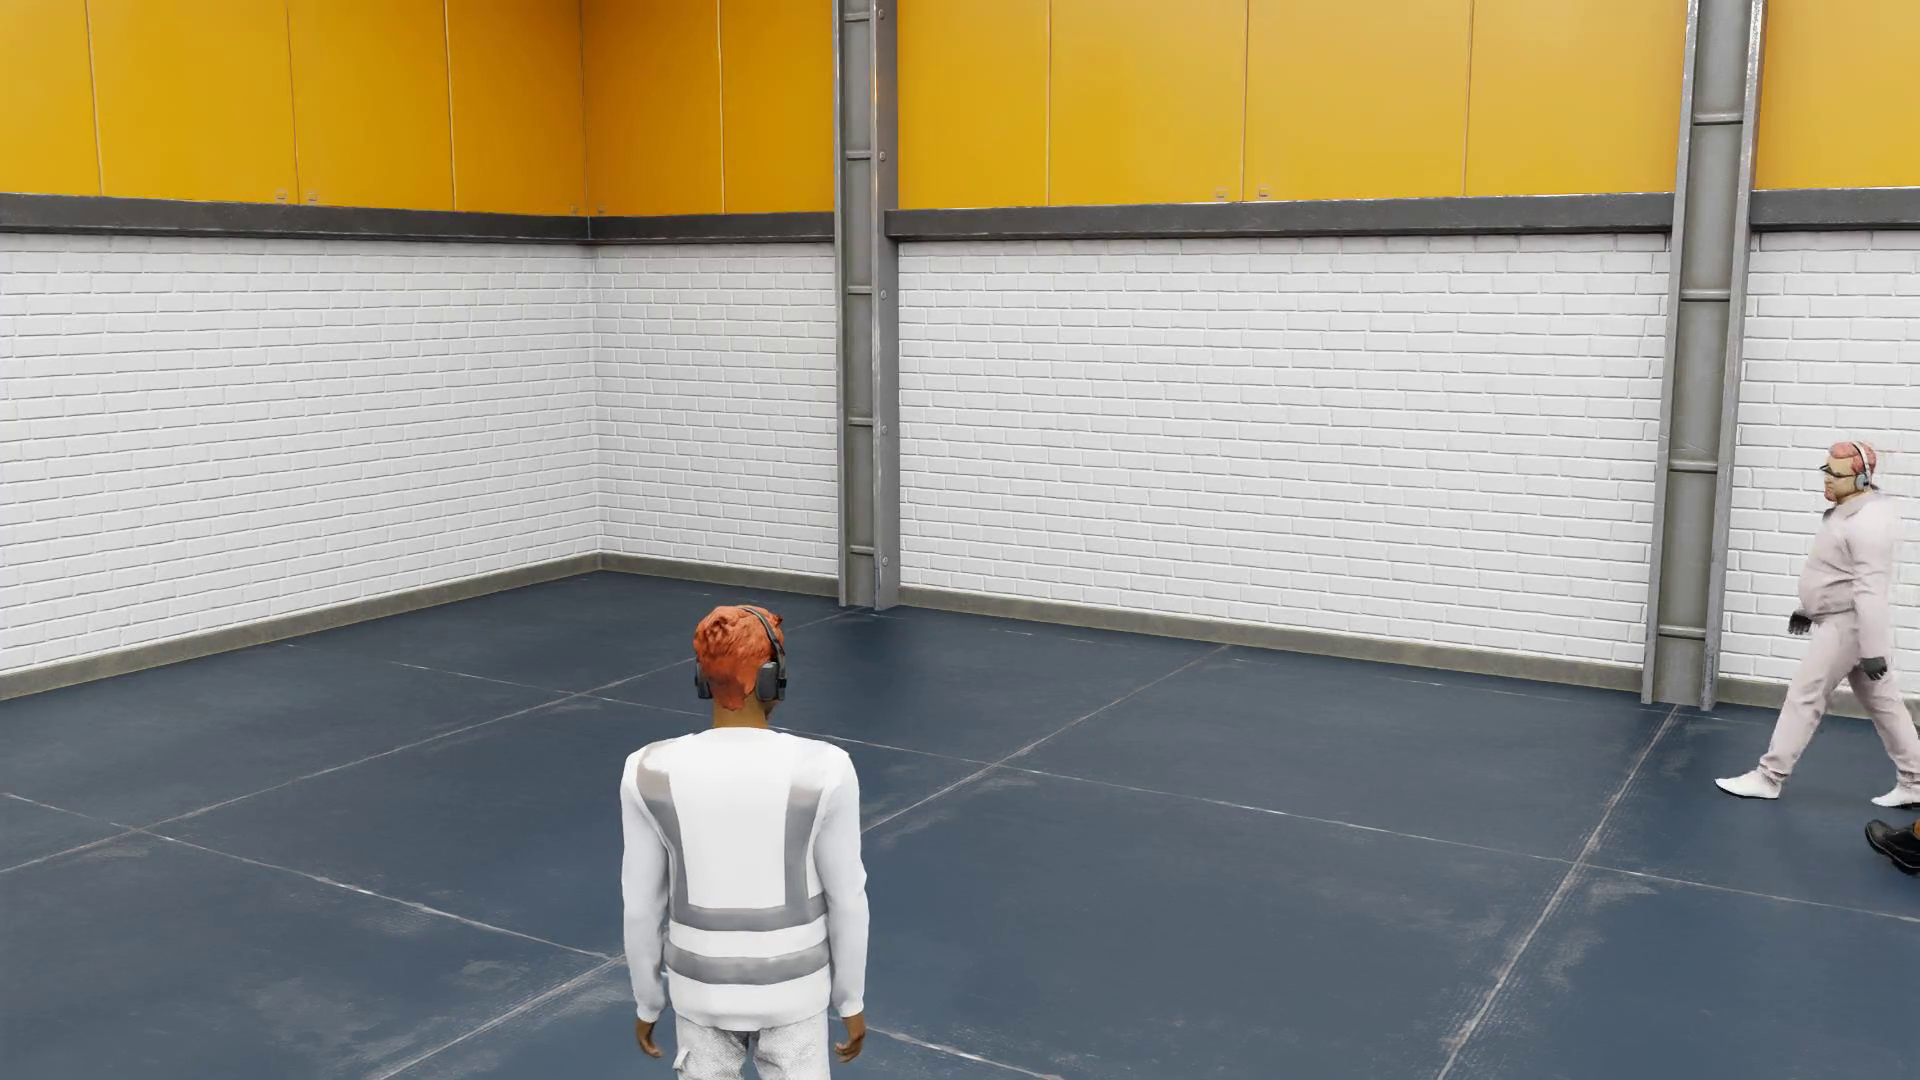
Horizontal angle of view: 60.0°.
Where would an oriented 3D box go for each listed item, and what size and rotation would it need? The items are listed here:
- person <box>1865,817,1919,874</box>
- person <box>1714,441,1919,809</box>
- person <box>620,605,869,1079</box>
[{"bbox_3d":[4.377,0.579,7.041,0.556,1.896,0.898,-2,9,-15],"label":"person"},{"bbox_3d":[4.358,0.430,8.167,0.993,1.857,0.710,5,10,29],"label":"person"},{"bbox_3d":[-0.498,1.083,3.947,0.573,1.885,0.357,1,9,4],"label":"person"}]
